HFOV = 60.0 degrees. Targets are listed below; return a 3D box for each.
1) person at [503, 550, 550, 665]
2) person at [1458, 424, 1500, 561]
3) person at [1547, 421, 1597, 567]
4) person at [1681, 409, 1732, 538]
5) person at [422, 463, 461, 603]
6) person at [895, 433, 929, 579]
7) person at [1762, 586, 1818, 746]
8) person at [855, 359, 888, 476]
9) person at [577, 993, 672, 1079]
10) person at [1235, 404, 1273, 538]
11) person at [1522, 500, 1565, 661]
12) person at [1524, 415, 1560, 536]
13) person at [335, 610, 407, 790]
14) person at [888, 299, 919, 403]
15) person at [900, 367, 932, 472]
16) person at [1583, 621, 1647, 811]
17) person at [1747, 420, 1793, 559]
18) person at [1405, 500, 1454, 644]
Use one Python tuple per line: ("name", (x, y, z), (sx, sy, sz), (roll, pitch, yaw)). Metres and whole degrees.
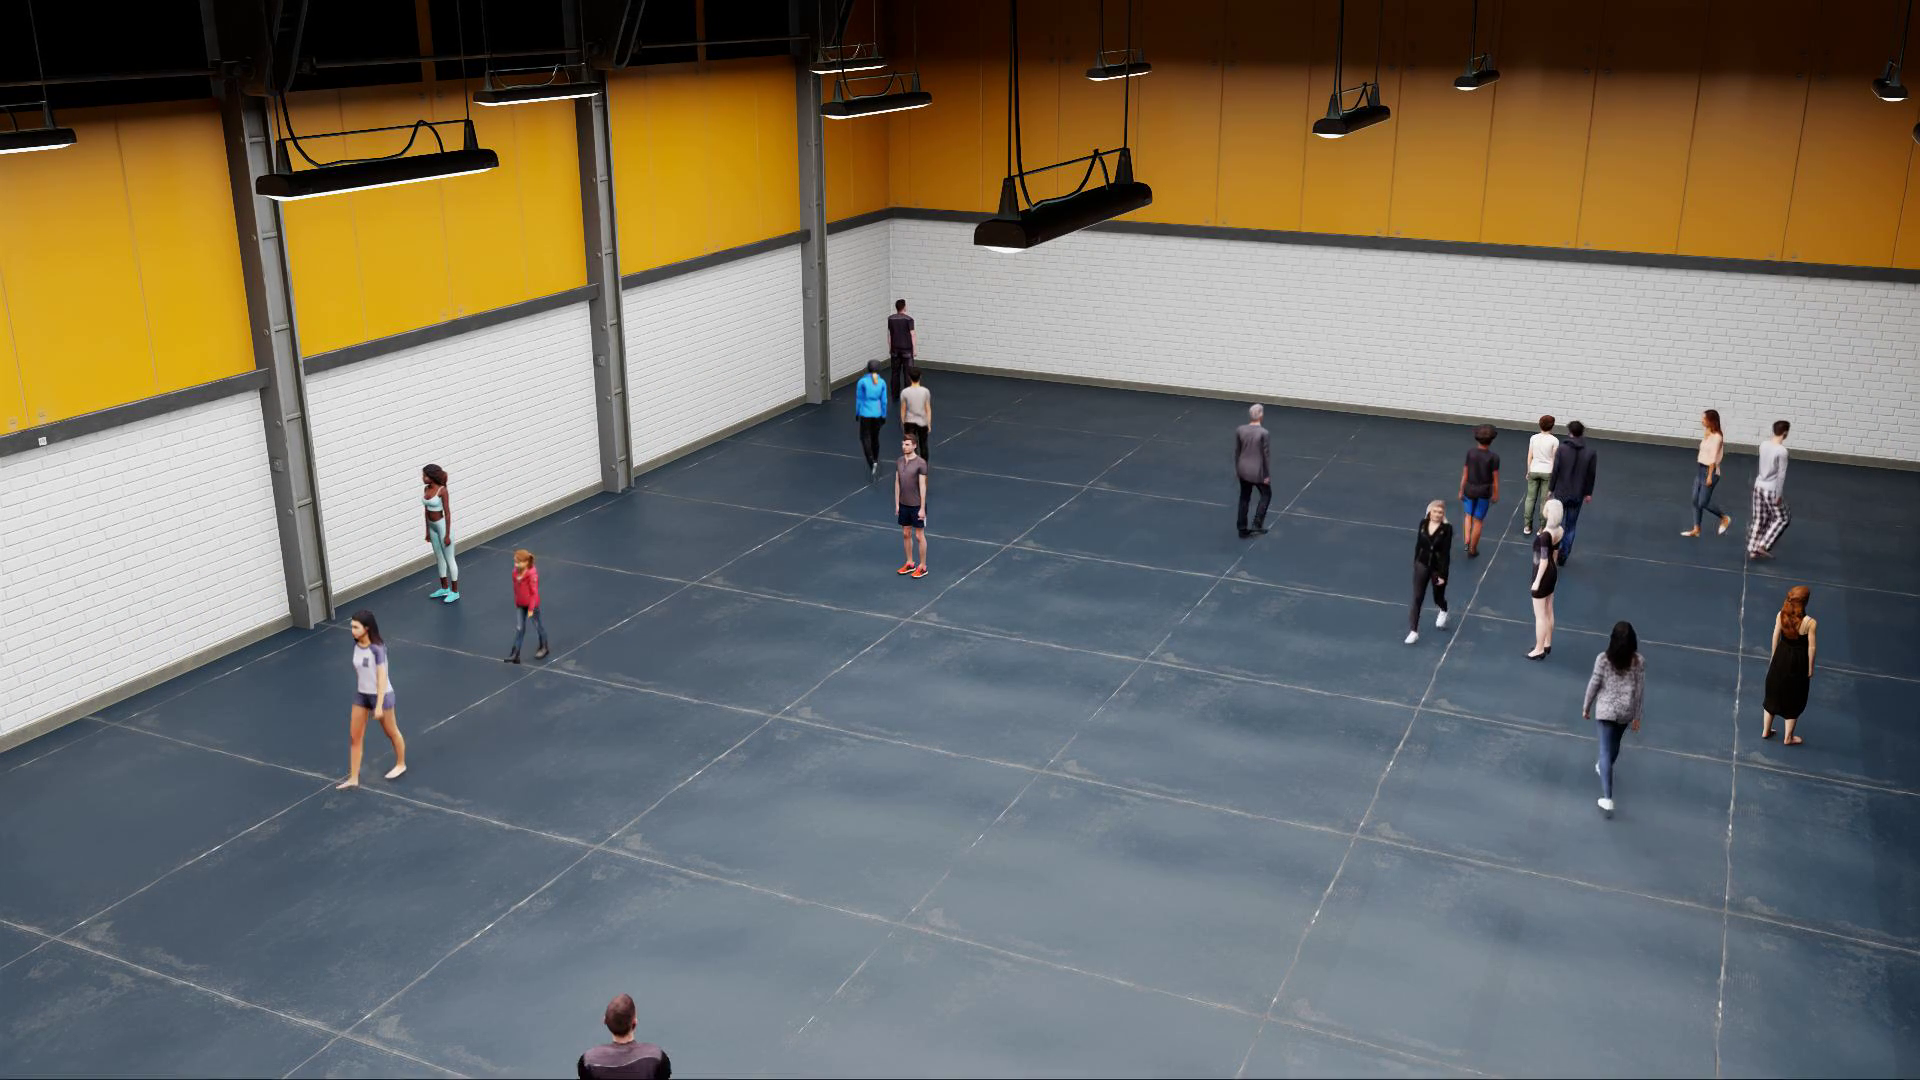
("person", (-4.698, 0.714, 18.315), (0.514, 1.288, 0.843), (8, 20, 22))
("person", (6.656, -0.597, 21.440), (0.668, 1.778, 0.651), (12, 22, 31))
("person", (7.781, -0.557, 21.195), (0.781, 1.859, 0.726), (3, 19, 10))
("person", (10.089, -0.867, 22.244), (0.852, 1.777, 0.887), (0, 19, 1))
("person", (-6.260, -0.105, 20.062), (0.605, 1.726, 0.585), (13, 23, 34))
("person", (-0.585, -0.444, 20.873), (0.667, 1.851, 0.600), (13, 22, 33))
("person", (8.138, 1.212, 16.310), (0.694, 1.625, 0.666), (-14, 23, -36))
("person", (-1.345, -1.831, 25.117), (1.026, 1.771, 1.130), (-5, 19, -13))
("person", (-1.887, 3.433, 9.410), (0.975, 1.818, 1.197), (0, 19, 0))
("person", (3.889, -0.900, 22.274), (0.823, 1.821, 0.769), (15, 24, 37))
("person", (6.445, 0.429, 18.315), (0.706, 1.829, 0.543), (16, 24, 39))
("person", (7.863, -0.885, 22.489), (0.587, 1.654, 0.563), (12, 22, 31))
("person", (-5.375, 1.449, 15.483), (0.634, 1.704, 0.953), (9, 21, 25))
("person", (-1.031, -3.368, 29.565), (0.706, 1.845, 0.558), (9, 21, 24))
("person", (-0.667, -1.722, 24.908), (0.841, 1.697, 0.989), (0, 19, -1))
("person", (5.920, 1.616, 15.026), (0.881, 1.678, 1.251), (2, 19, 6))
("person", (10.369, -0.630, 21.452), (0.868, 1.834, 0.808), (-6, 20, -18))
("person", (5.399, 0.335, 18.872), (0.743, 1.652, 1.138), (14, 23, 35))
